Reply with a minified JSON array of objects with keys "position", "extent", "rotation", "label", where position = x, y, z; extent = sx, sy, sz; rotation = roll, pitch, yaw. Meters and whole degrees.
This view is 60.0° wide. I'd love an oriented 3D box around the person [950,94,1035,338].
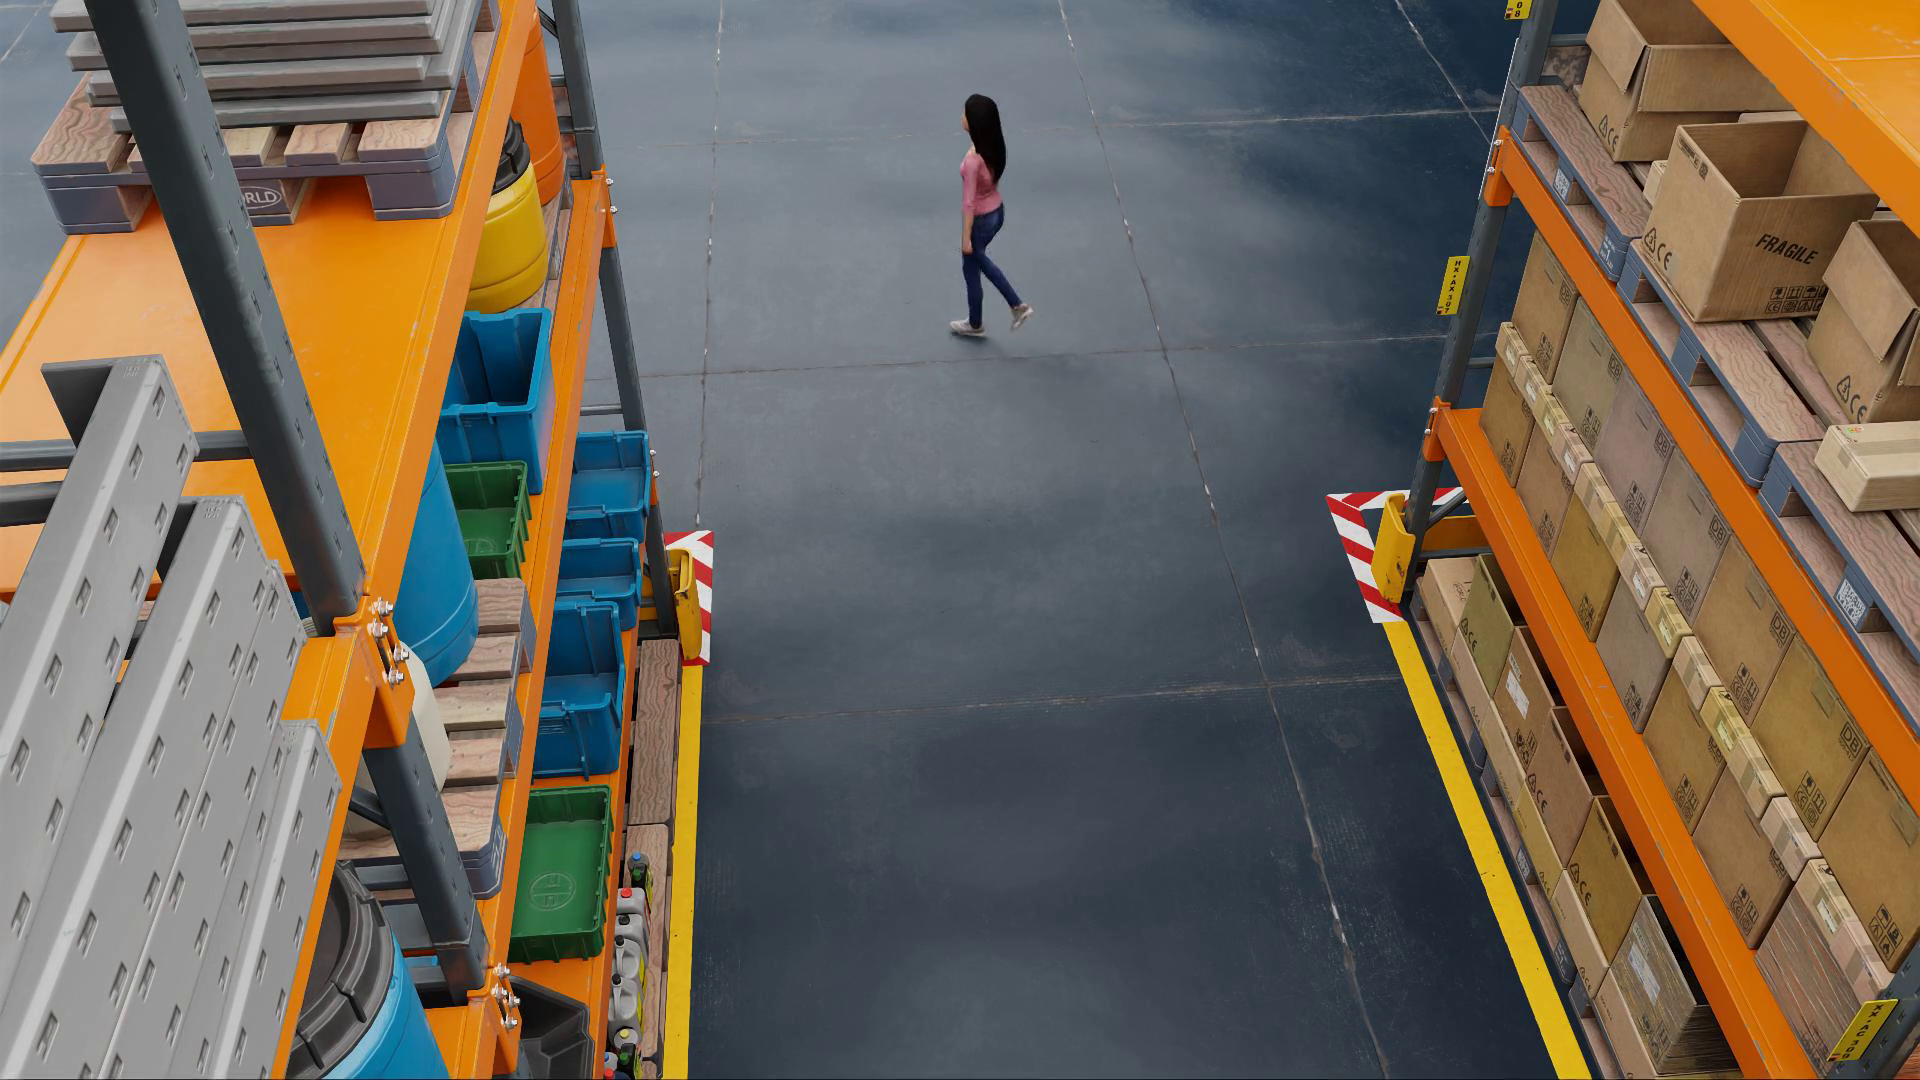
[{"position":[0.206,-1.976,10.410],"extent":[0.855,1.736,0.852],"rotation":[16,45,17],"label":"person"}]
